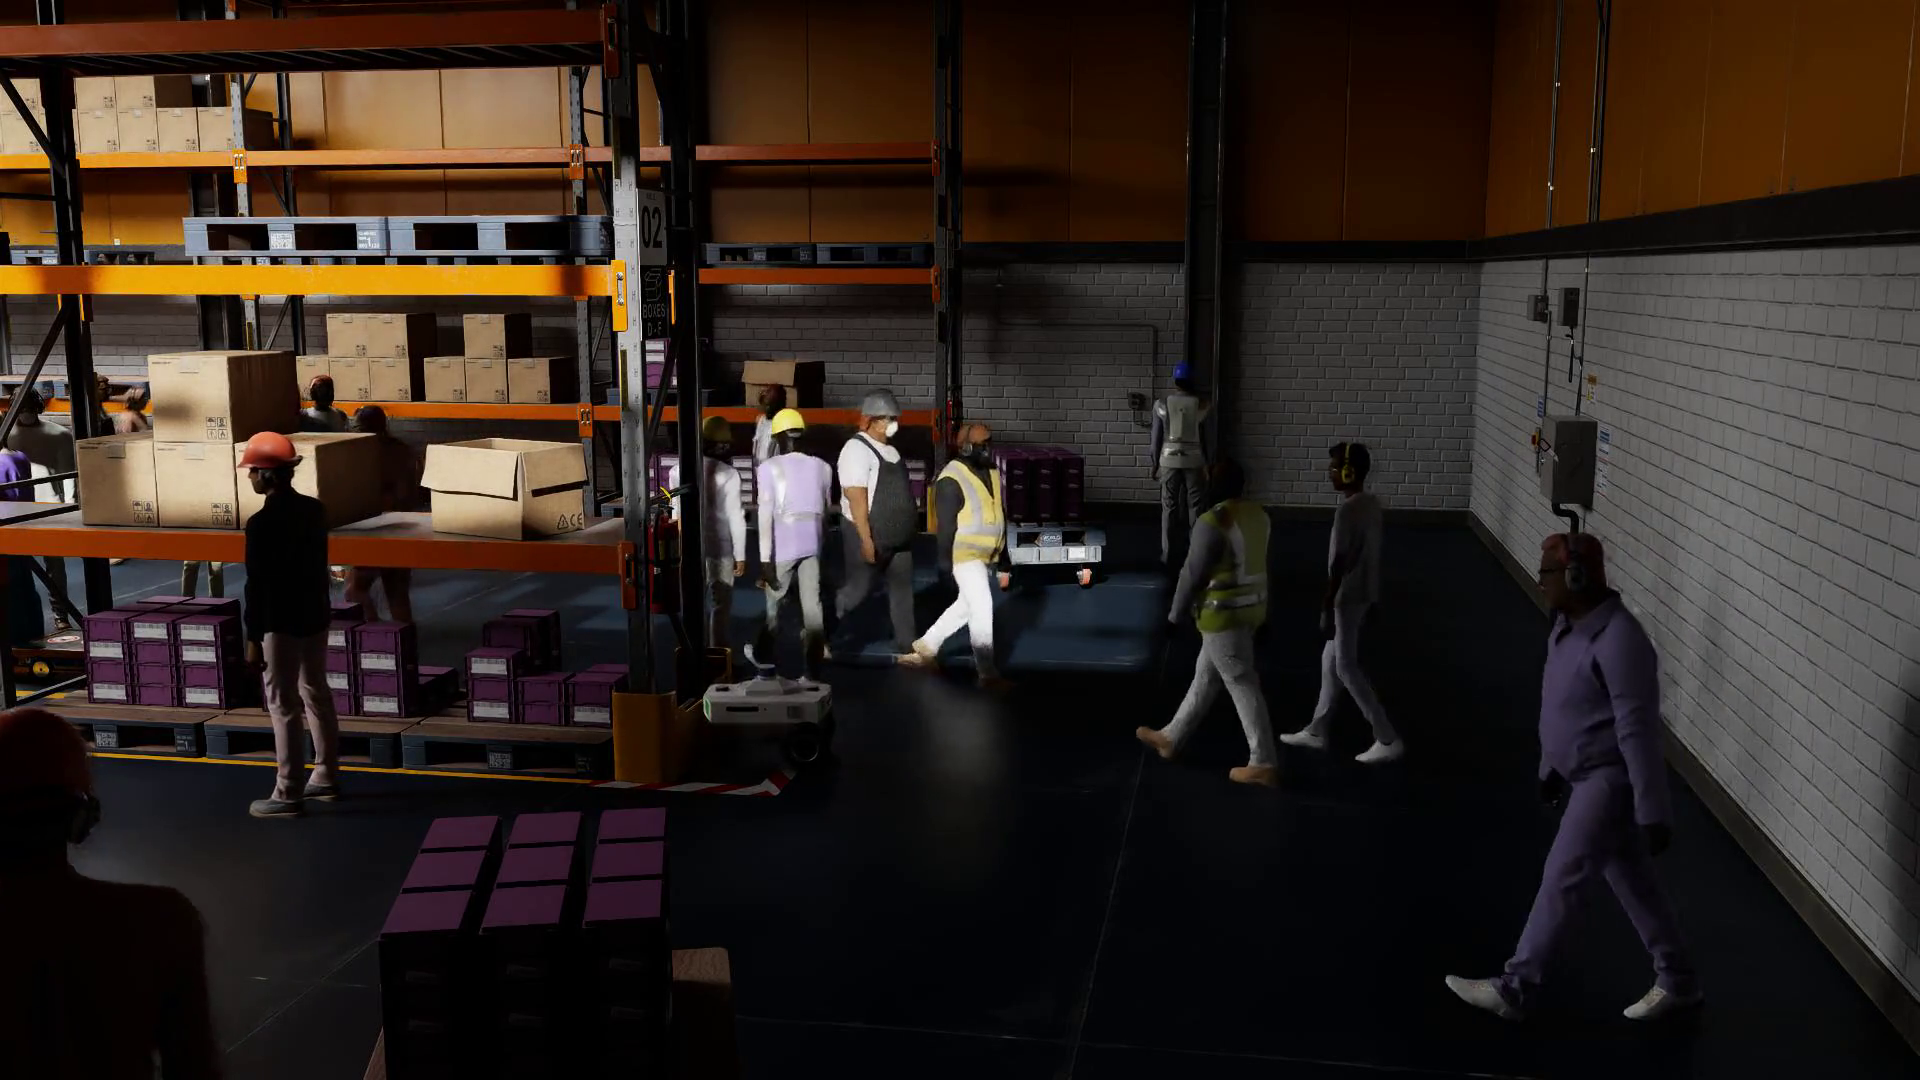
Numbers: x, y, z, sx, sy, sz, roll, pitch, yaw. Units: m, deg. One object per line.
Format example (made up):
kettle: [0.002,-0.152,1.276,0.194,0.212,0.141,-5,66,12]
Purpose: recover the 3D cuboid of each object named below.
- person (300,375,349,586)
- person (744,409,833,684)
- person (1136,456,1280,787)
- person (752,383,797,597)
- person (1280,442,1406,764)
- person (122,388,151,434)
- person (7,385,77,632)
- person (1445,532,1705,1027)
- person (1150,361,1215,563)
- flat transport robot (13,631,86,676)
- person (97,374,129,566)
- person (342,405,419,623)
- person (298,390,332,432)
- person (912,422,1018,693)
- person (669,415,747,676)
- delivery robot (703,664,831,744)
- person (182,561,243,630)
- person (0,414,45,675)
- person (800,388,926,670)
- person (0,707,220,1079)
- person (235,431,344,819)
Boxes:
person: [-5.663,-0.531,14.868,0.355,1.884,0.575,5,10,28]
person: [-1.168,0.047,11.319,0.604,1.864,0.995,-5,11,-30]
person: [1.394,0.430,9.189,0.963,1.780,0.610,6,11,35]
person: [-1.625,-0.443,14.446,0.349,1.855,0.710,-5,11,-30]
person: [2.220,0.356,9.507,0.795,1.841,0.540,6,11,34]
person: [-8.526,-0.786,17.346,0.831,1.595,0.521,-3,10,-17]
person: [-7.116,-0.222,12.784,0.630,1.938,0.372,-6,11,-31]
person: [2.327,0.899,6.113,1.013,1.854,0.675,1,9,7]
person: [2.138,-0.742,15.975,0.616,1.945,0.404,1,9,8]
flat transport robot: [-5.919,0.796,11.619,1.431,0.197,0.652,1,9,8]
person: [-8.192,-0.664,15.852,0.338,1.840,0.510,-2,9,-9]
person: [-4.032,0.002,11.565,0.476,1.880,0.685,4,10,23]
person: [-5.272,-0.276,13.146,0.484,1.927,0.661,6,11,31]
person: [0.017,0.094,11.229,0.850,1.813,0.627,5,10,28]
person: [-1.711,0.052,11.461,0.605,1.817,0.407,5,10,29]
delivery robot: [-1.100,0.951,9.488,0.707,0.478,0.477,0,9,0]
person: [-5.817,-0.194,12.804,0.328,1.876,0.514,6,11,32]
person: [-6.592,0.026,11.558,0.378,1.836,0.561,-1,9,-7]
person: [-0.659,-0.099,11.697,0.916,2.000,0.681,5,10,27]
person: [-1.746,1.297,3.220,0.640,1.977,0.432,-9,13,-43]
person: [-3.460,0.434,8.554,0.402,1.991,0.622,2,9,13]
